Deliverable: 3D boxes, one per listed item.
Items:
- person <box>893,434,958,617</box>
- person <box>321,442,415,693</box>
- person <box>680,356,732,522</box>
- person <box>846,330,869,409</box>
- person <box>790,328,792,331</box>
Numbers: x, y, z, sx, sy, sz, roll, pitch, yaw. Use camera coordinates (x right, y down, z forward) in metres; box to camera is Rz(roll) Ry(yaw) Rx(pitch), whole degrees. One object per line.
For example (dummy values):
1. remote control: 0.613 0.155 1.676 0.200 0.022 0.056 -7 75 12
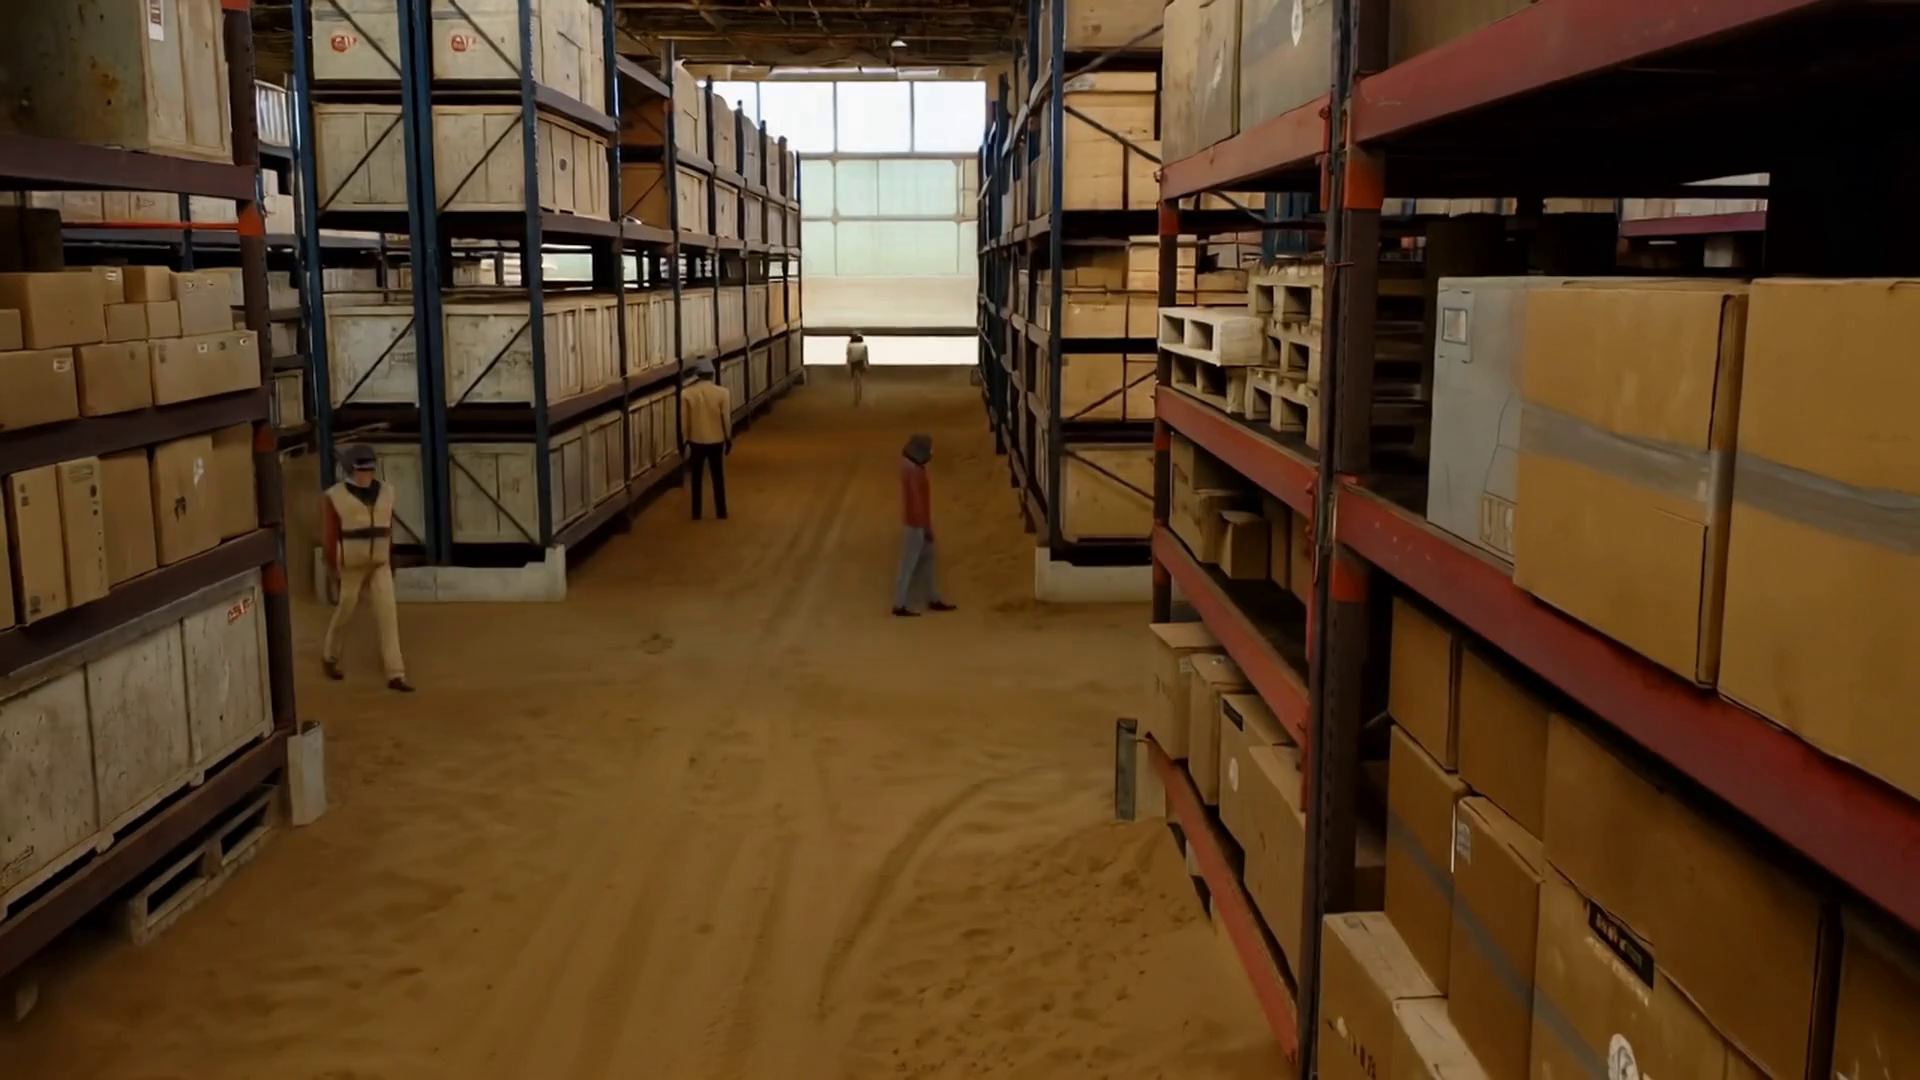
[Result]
1. person: -0.276 -0.112 14.416 0.686 1.603 0.517 0 9 -1
2. person: -4.364 0.178 12.057 0.929 1.810 0.581 7 12 38
3. person: -3.044 -1.206 19.956 0.611 1.995 0.375 -1 9 -9
4. person: -2.234 -3.714 36.262 0.492 1.695 0.909 -1 9 -7
5. person: -4.643 -5.086 44.097 0.434 1.887 0.659 0 9 2
